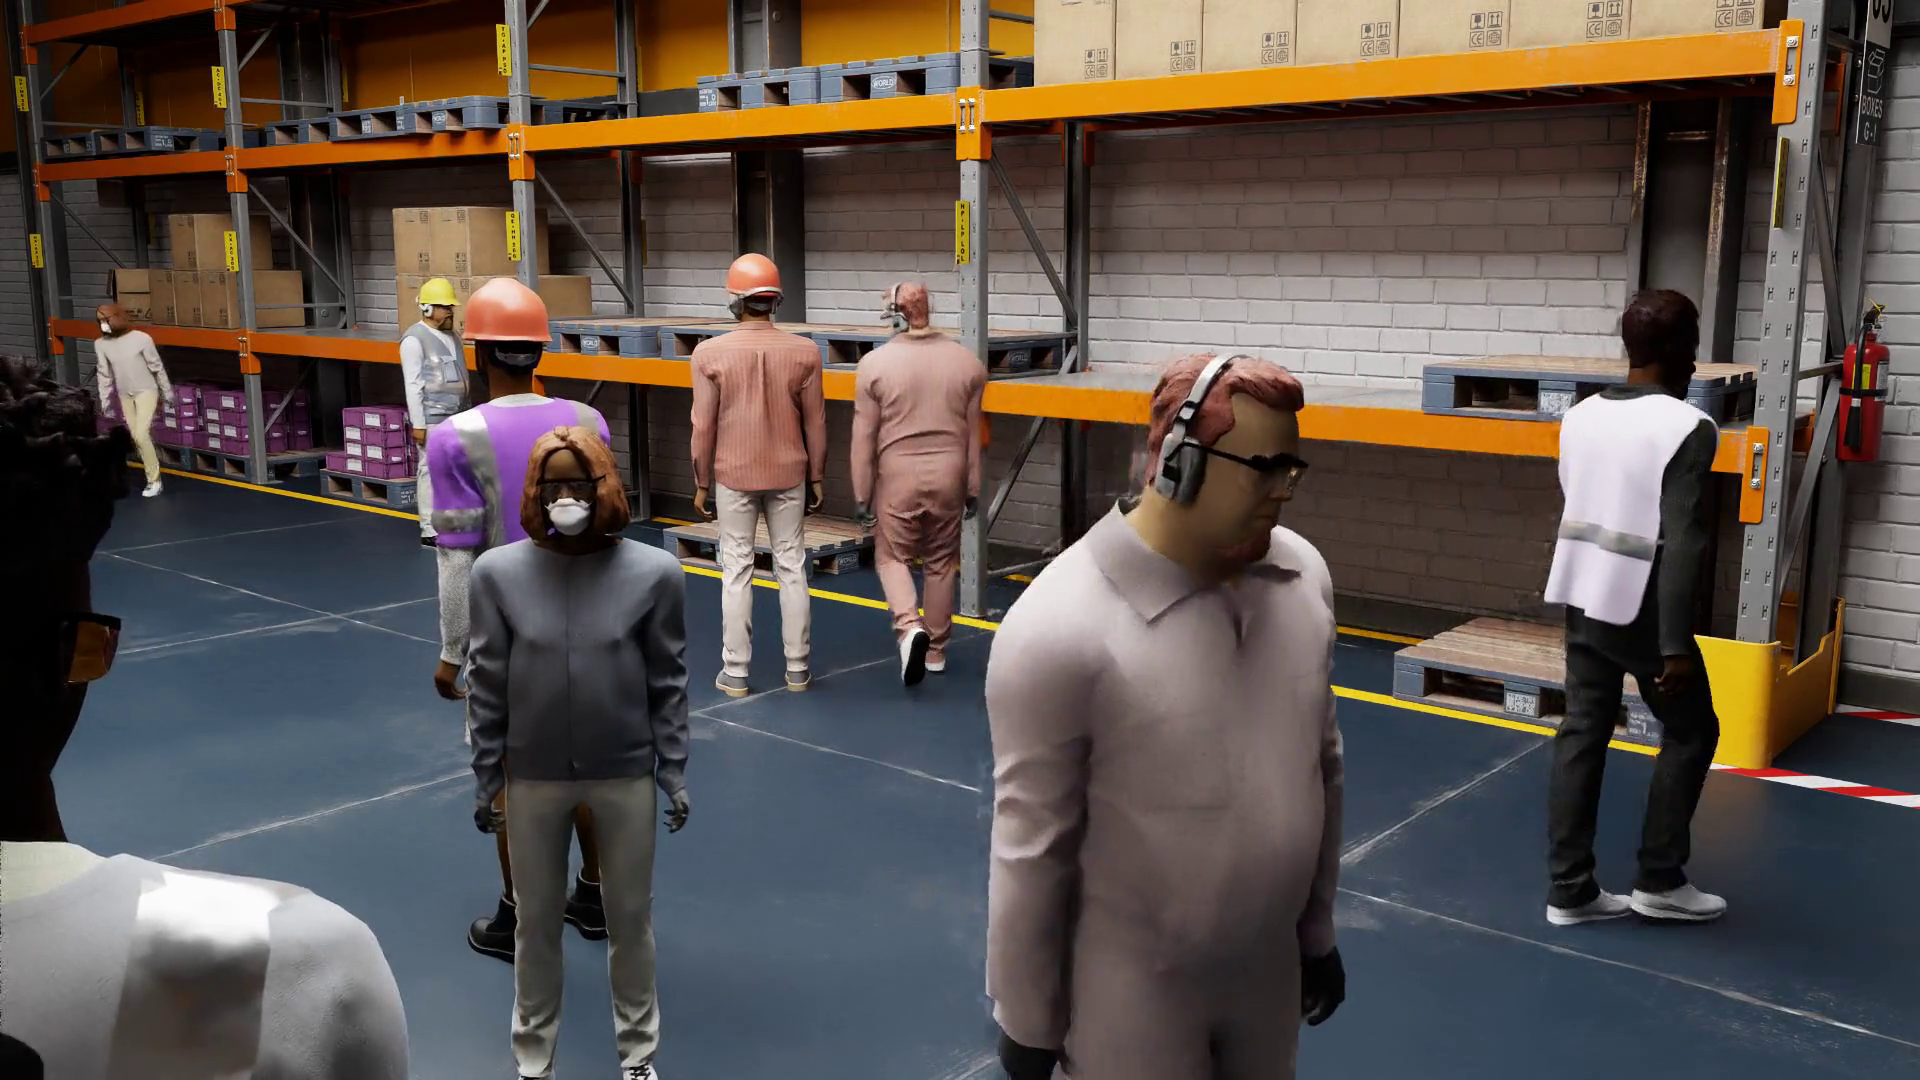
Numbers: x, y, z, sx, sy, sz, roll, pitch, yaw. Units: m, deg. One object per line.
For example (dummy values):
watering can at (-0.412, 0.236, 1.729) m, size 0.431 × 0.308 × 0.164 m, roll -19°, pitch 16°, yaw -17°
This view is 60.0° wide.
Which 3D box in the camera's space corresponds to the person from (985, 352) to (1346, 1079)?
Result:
person at (0.292, 0.630, 2.660) m, size 0.656 × 1.880 × 0.690 m, roll -7°, pitch 12°, yaw -37°

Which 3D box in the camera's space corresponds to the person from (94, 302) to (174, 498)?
person at (-6.723, -1.140, 13.553) m, size 0.527 × 1.581 × 0.587 m, roll 2°, pitch 10°, yaw 9°

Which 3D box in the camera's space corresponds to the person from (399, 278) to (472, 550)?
person at (-3.500, -0.845, 11.225) m, size 0.403 × 1.823 × 0.585 m, roll 3°, pitch 10°, yaw 17°

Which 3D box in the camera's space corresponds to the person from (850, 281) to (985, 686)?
person at (-0.190, -0.247, 7.680) m, size 0.635 × 1.877 × 0.697 m, roll -3°, pitch 10°, yaw -14°

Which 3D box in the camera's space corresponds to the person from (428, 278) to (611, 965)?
person at (-1.242, 0.235, 4.731) m, size 0.542 × 1.939 × 0.368 m, roll -9°, pitch 13°, yaw -41°

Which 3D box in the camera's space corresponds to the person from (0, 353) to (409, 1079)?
person at (-0.665, 0.839, 1.234) m, size 0.602 × 1.959 × 0.368 m, roll -1°, pitch 10°, yaw -7°

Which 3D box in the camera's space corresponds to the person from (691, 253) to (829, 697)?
person at (-0.905, -0.285, 7.527) m, size 0.622 × 1.997 × 0.371 m, roll -3°, pitch 10°, yaw -16°

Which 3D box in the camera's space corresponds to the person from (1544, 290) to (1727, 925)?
person at (2.068, 0.217, 4.945) m, size 0.691 × 1.895 × 0.630 m, roll -3°, pitch 11°, yaw -19°

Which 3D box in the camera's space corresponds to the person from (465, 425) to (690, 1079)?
person at (-0.866, 0.549, 3.810) m, size 0.498 × 1.634 × 0.278 m, roll -2°, pitch 10°, yaw -9°
